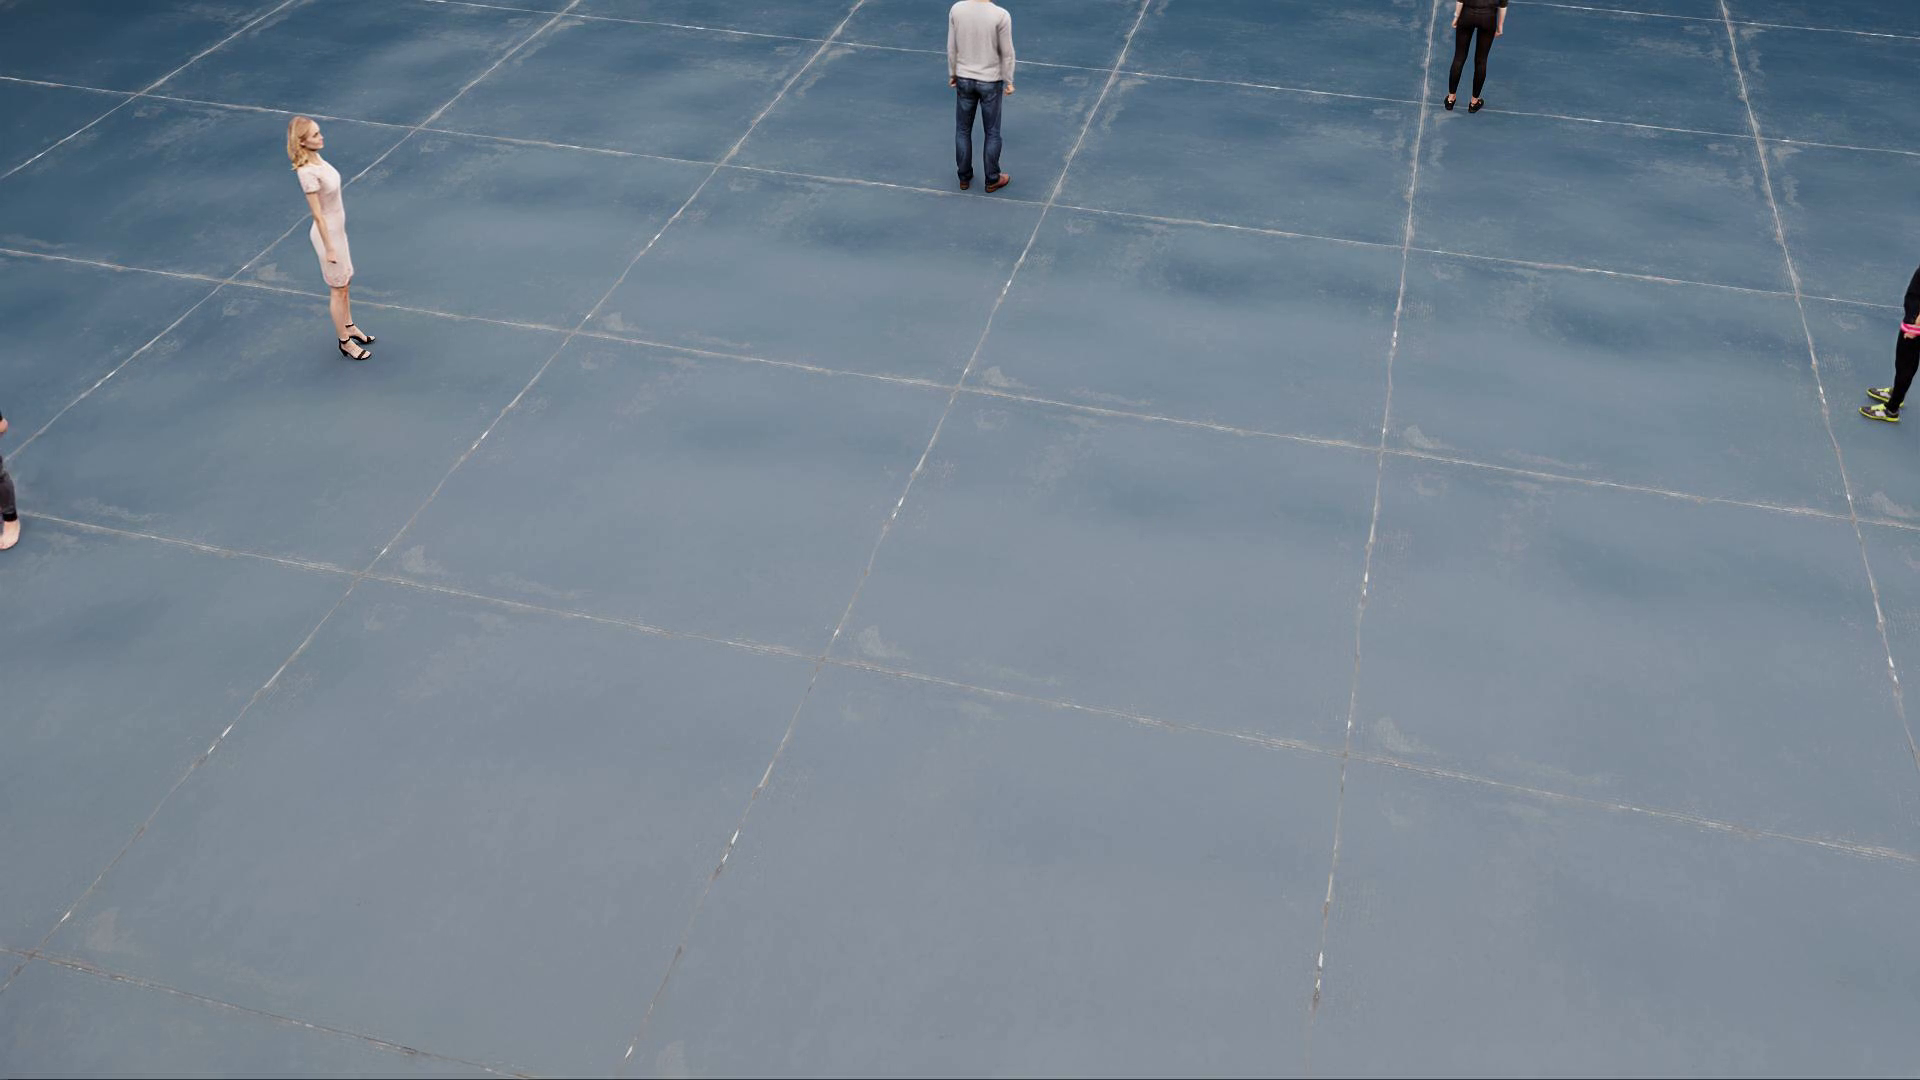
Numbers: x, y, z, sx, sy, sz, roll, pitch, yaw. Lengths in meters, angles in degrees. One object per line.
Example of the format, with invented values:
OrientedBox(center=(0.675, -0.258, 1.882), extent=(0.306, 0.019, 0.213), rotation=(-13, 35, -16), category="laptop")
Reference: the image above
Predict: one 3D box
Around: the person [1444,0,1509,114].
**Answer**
OrientedBox(center=(4.762, -4.799, 15.302), extent=(0.630, 1.711, 0.558), rotation=(14, 40, 17), category="person")

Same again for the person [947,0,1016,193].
OrientedBox(center=(0.165, -3.855, 13.935), extent=(0.758, 1.908, 0.649), rotation=(13, 40, 16), category="person")

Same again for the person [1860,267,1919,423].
OrientedBox(center=(6.528, -1.532, 11.255), extent=(0.659, 1.553, 0.542), rotation=(23, 44, 27), category="person")

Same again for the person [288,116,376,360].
OrientedBox(center=(-4.480, -2.147, 11.816), extent=(0.702, 1.829, 0.560), rotation=(-5, 38, -6), category="person")
